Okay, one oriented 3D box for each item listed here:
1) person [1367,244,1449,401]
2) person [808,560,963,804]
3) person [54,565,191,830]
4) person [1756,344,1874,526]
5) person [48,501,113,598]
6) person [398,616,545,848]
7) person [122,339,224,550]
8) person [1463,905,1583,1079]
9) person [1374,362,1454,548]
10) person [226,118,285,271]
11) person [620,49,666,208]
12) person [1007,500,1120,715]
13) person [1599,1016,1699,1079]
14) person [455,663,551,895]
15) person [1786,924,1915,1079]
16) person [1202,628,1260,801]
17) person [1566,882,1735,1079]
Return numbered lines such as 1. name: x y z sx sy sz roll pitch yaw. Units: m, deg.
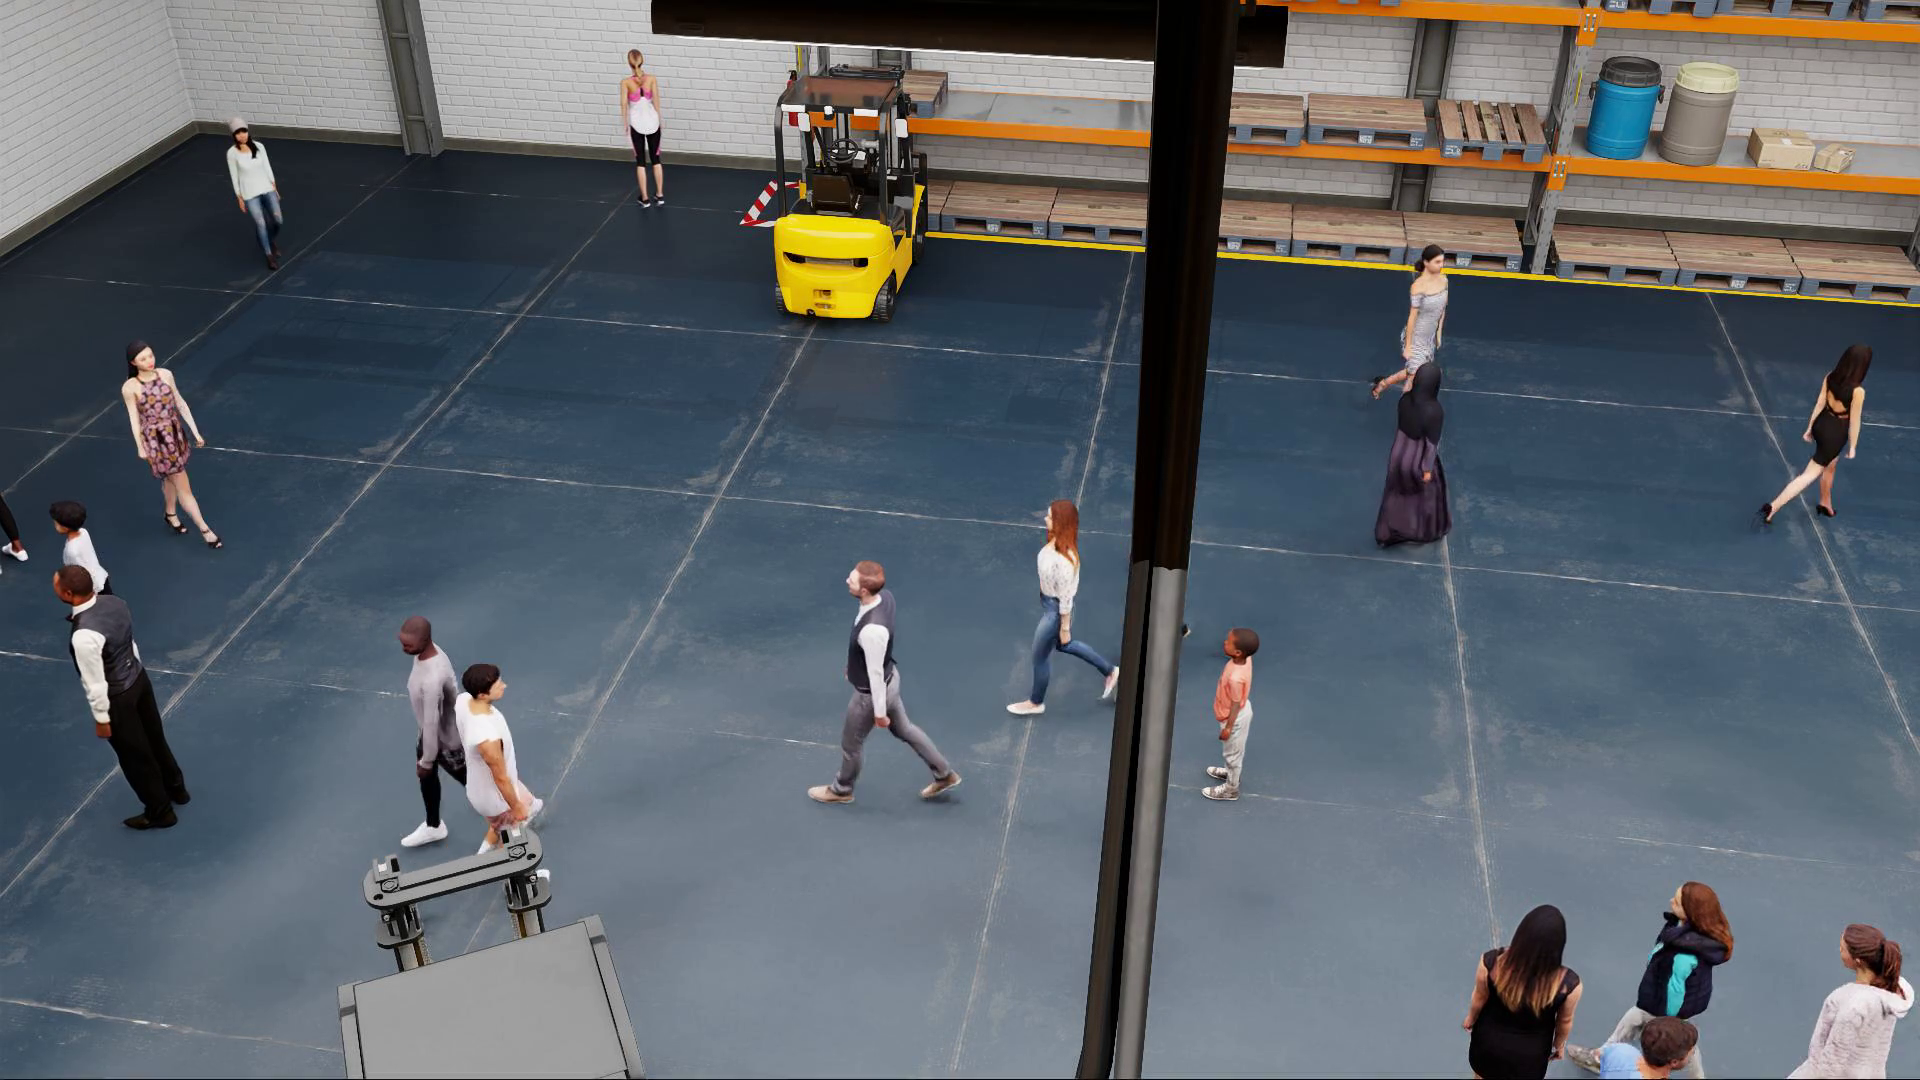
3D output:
1. person: 3.929 -1.755 14.499 0.906 1.808 0.978 -23 40 -30
2. person: -0.425 0.920 10.381 1.233 1.913 0.712 4 34 6
3. person: -5.202 0.963 10.312 0.645 1.917 0.725 -1 34 -1
4. person: 6.827 -0.783 13.211 1.122 1.616 0.871 -8 34 -12
5. person: -6.214 0.262 11.967 0.534 1.251 0.530 -2 34 -3
6. person: -3.048 1.173 10.151 1.173 1.746 1.048 -16 37 -23
7. person: -6.305 -0.780 13.090 1.032 1.744 0.823 17 37 24
8. person: 2.739 2.471 8.223 0.593 1.718 0.749 12 35 17
9. person: 3.498 -0.643 13.007 0.990 1.609 0.917 -20 38 -27
10. person: -7.438 -3.672 17.538 0.746 1.637 0.802 -25 41 -32
11. person: -3.590 -4.694 18.940 0.622 1.786 0.734 -12 35 -17
12. person: 0.755 0.474 11.240 1.097 1.703 0.729 -1 34 -1
13. person: 2.873 2.855 7.530 0.994 1.845 0.804 -4 34 -6
14. person: -2.797 1.452 9.709 0.903 1.769 0.843 -19 38 -26
15. person: 4.335 2.636 8.025 0.781 1.663 0.854 -20 38 -27
16. person: 1.767 1.104 10.648 0.508 1.310 0.506 10 35 15
17. person: 3.740 2.371 8.601 1.065 1.466 0.816 19 38 26
